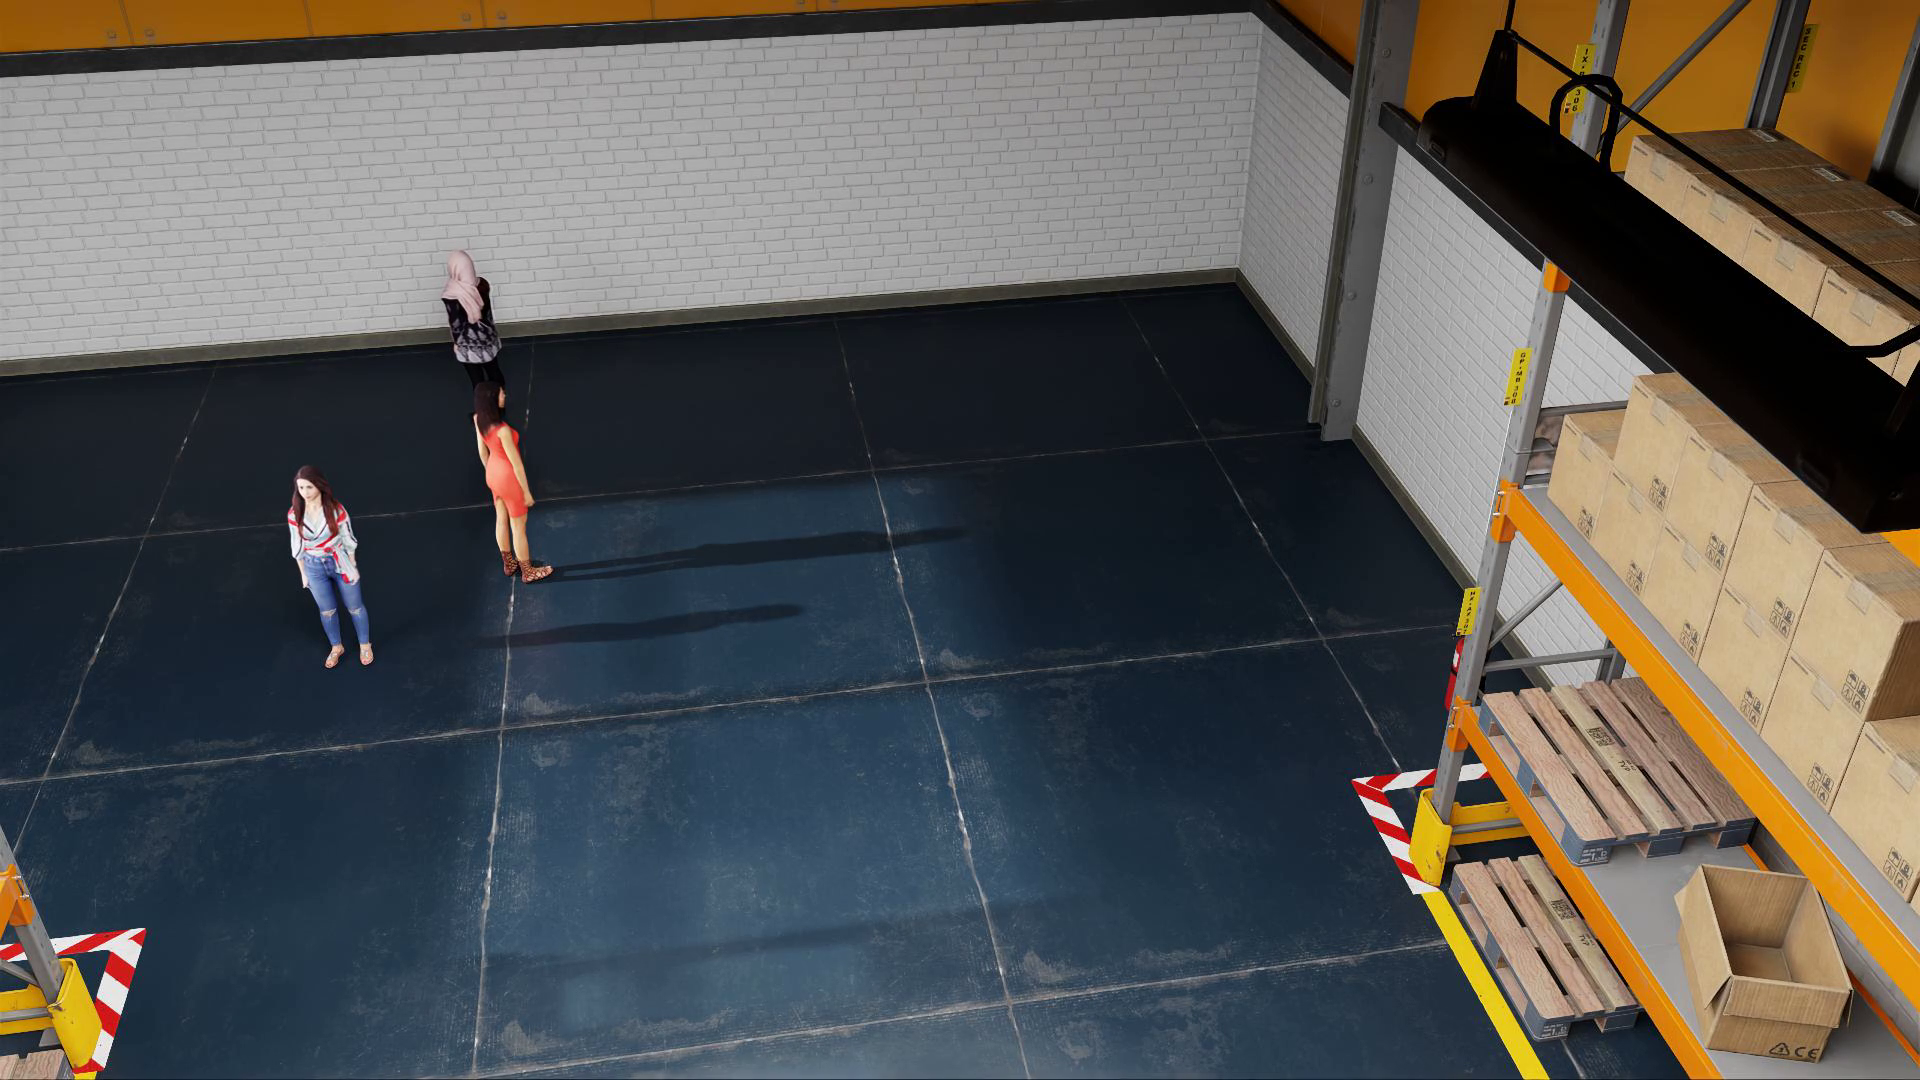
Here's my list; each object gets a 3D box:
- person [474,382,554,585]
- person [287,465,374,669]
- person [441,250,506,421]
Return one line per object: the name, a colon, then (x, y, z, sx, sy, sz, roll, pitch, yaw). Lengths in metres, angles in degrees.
person: (-3.457, -0.441, 12.667, 0.659, 1.718, 0.731, 24, 40, 31)
person: (-4.477, 0.182, 11.823, 0.582, 1.614, 0.495, -5, 34, -8)
person: (-4.318, -1.817, 14.810, 0.804, 1.637, 0.742, 21, 39, 28)
